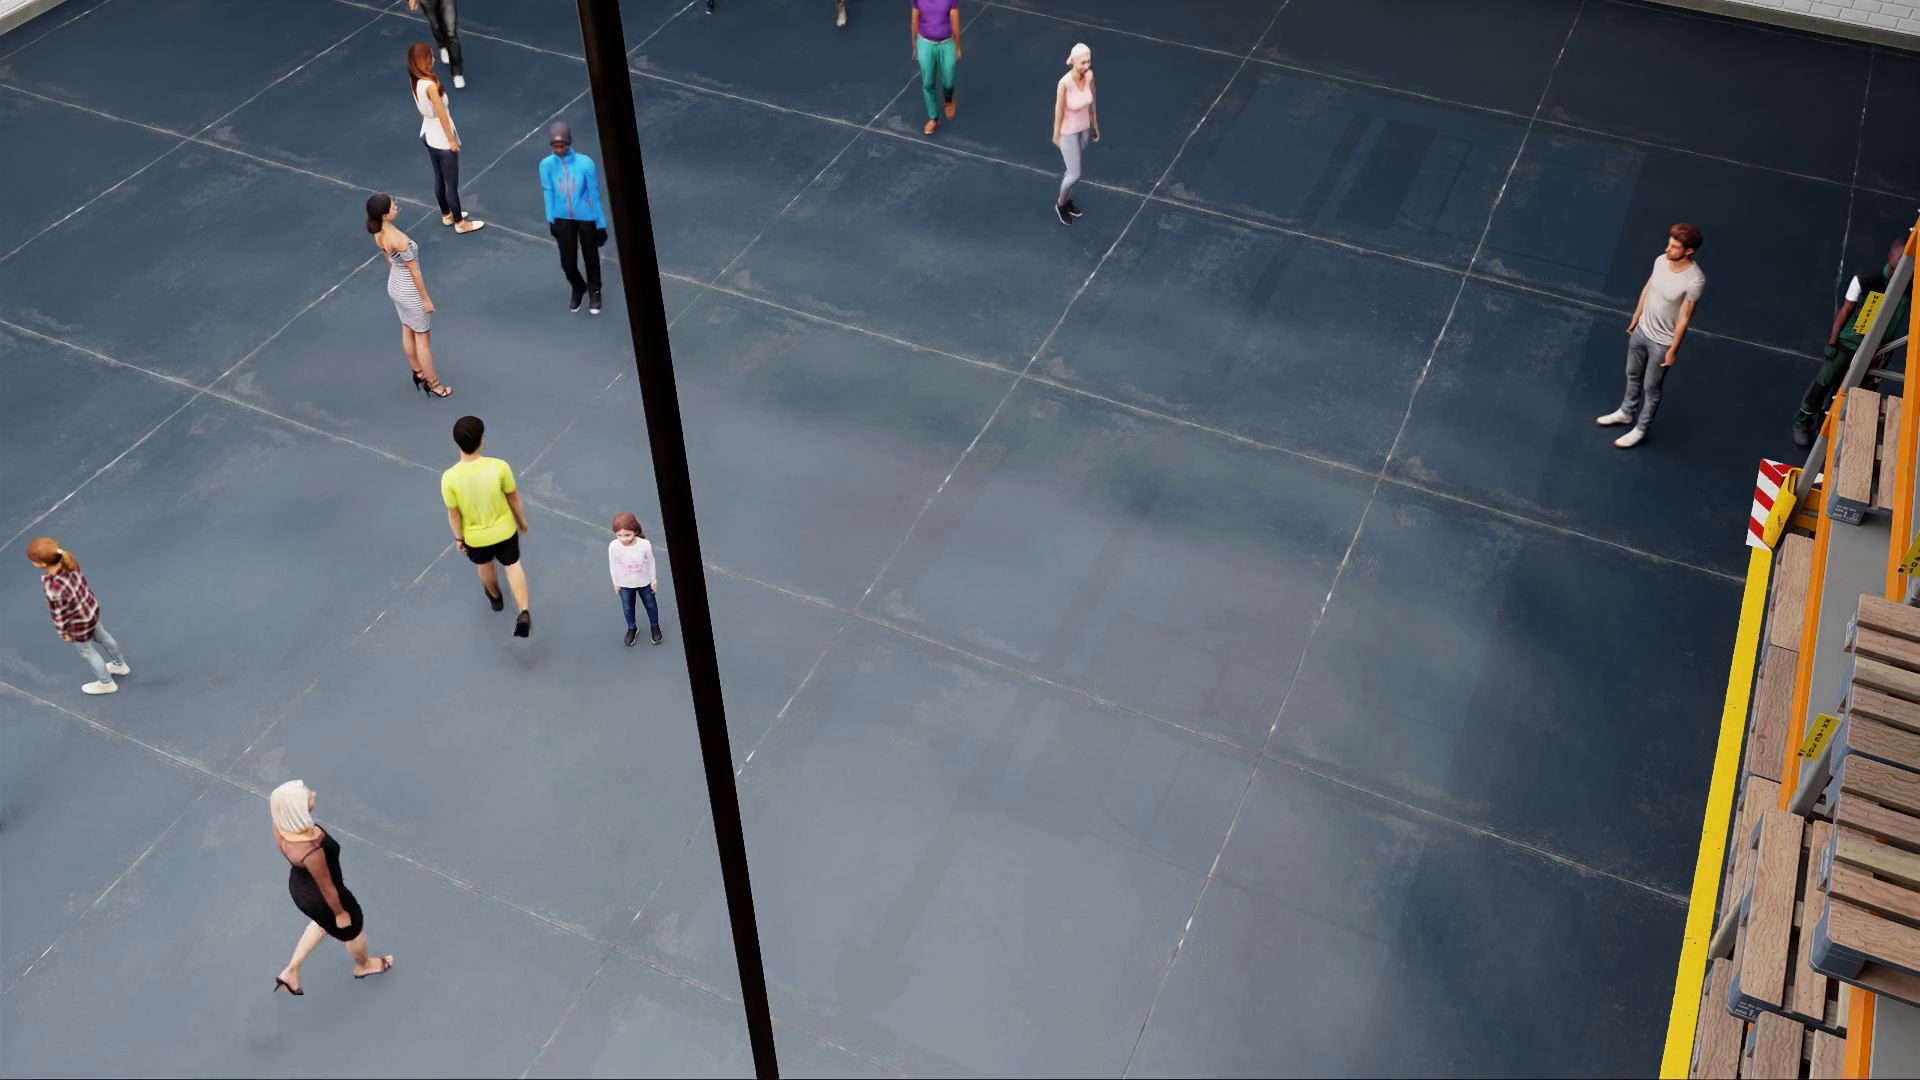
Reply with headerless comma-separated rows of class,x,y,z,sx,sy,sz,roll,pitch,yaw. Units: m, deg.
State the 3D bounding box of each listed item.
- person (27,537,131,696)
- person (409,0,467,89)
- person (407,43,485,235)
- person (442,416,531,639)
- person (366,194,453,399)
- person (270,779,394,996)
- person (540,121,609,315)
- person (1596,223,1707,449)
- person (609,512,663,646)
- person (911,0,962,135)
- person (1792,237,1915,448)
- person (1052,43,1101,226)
person,-5.719,0.469,10.815,0.674,1.306,0.577,1,44,1
person,-5.324,-5.567,16.821,1.130,1.761,1.217,-12,45,-12
person,-4.611,-3.539,14.677,0.658,1.782,0.670,-31,52,-28
person,-3.120,-0.041,11.075,1.016,1.685,1.067,-16,46,-16
person,-4.293,-1.889,12.915,0.652,1.822,0.662,-33,53,-30
person,-3.519,1.948,8.955,0.943,1.729,0.773,-32,52,-29
person,-3.164,-2.718,13.816,0.741,1.781,0.753,-3,44,-3
person,5.267,-1.554,12.516,0.806,1.887,0.750,-15,46,-15
person,-2.188,0.250,11.186,0.533,1.111,0.581,-4,44,-5
person,-0.210,-4.804,16.025,0.743,1.753,0.814,7,44,7
person,6.753,-1.490,12.486,0.776,1.838,0.773,-3,44,-3
person,0.968,-3.690,14.887,0.655,1.710,0.726,-31,52,-29
